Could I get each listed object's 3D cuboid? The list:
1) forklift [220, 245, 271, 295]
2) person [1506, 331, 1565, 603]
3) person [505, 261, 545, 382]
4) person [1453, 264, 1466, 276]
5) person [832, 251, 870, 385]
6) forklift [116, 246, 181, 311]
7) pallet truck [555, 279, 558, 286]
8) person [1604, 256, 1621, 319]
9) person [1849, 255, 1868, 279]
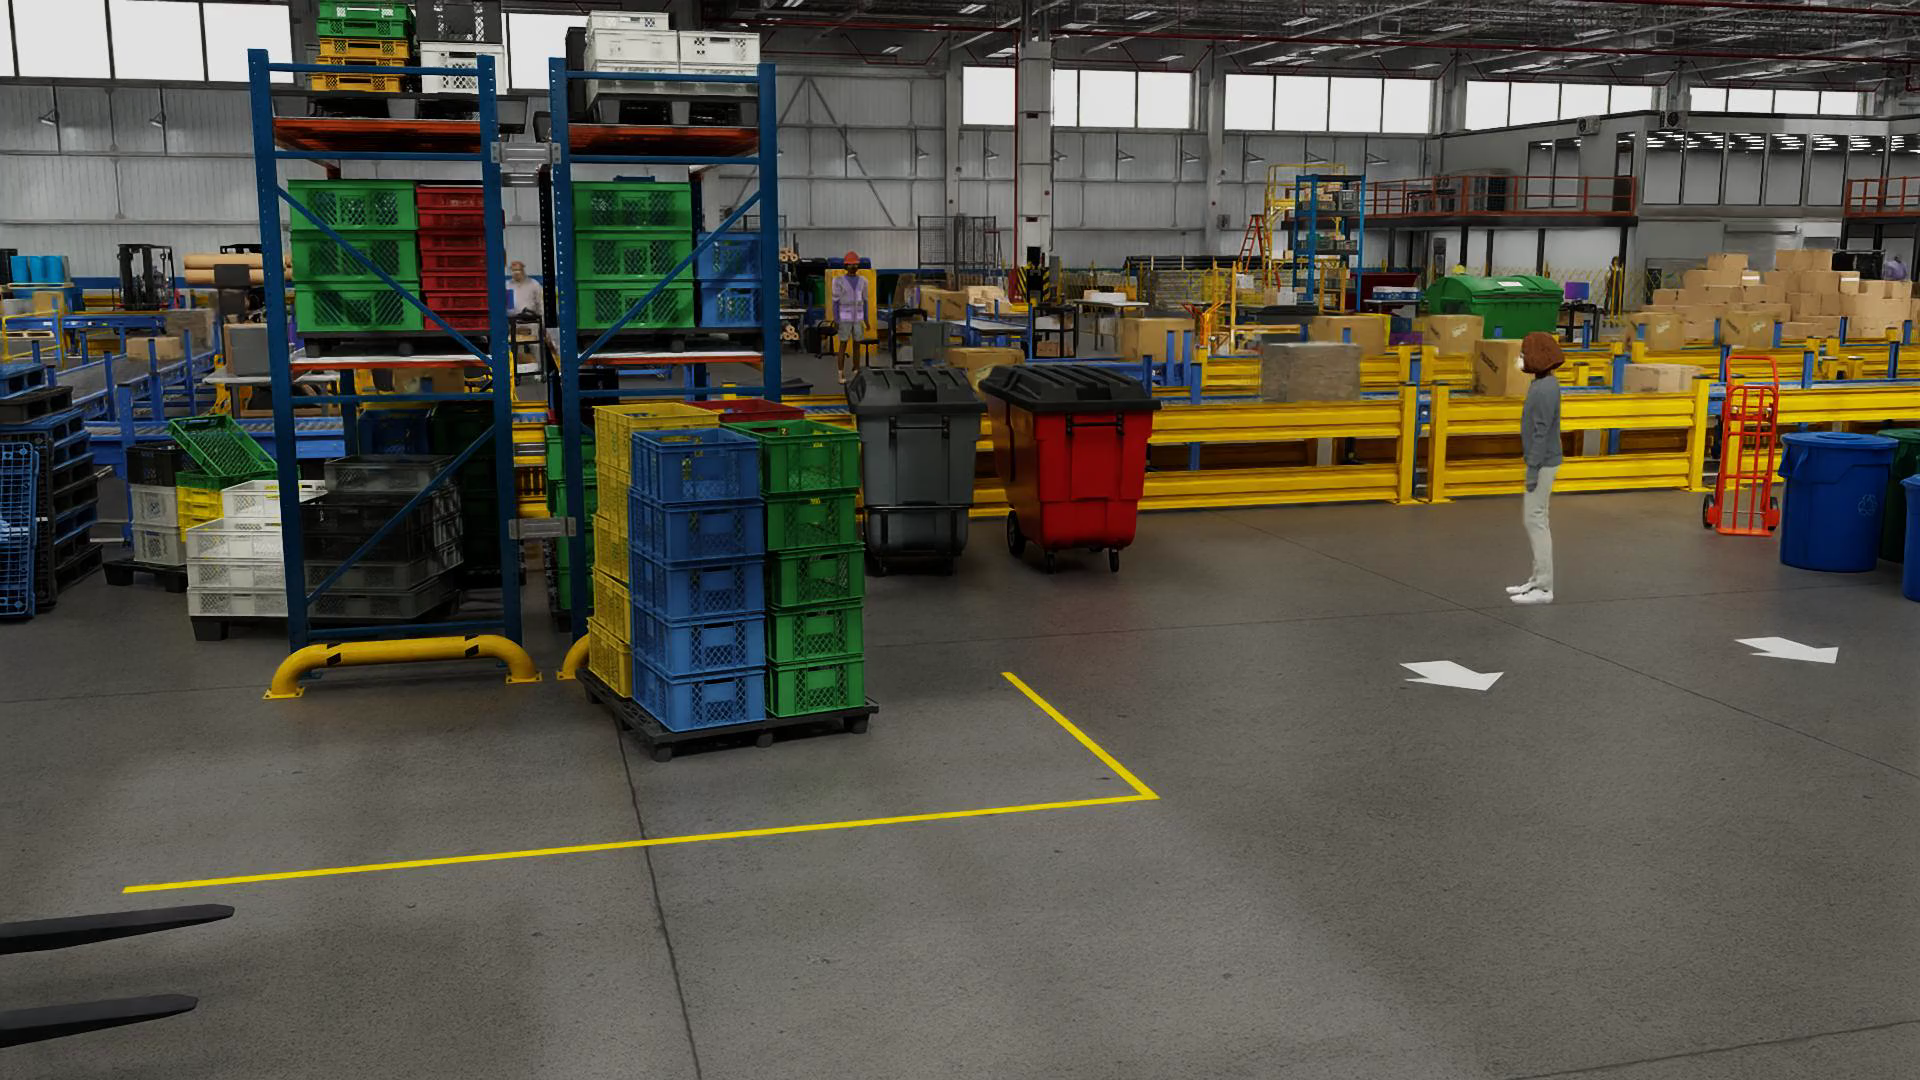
[{"bbox_3d":[-17.749,-6.334,41.440,1.157,1.987,2.680,-3,10,-17],"label":"forklift"},{"bbox_3d":[3.463,-0.434,9.981,0.287,1.626,0.497,3,11,18],"label":"person"},{"bbox_3d":[-6.913,-3.449,26.281,0.676,1.893,0.444,0,10,0],"label":"person"},{"bbox_3d":[8.834,-3.968,29.463,0.600,1.816,0.629,0,10,2],"label":"person"},{"bbox_3d":[-1.665,-3.408,25.621,0.605,2.045,0.377,-5,11,-26],"label":"person"},{"bbox_3d":[-19.966,-6.232,40.894,1.157,1.987,2.680,-3,10,-15],"label":"forklift"},{"bbox_3d":[-10.604,-6.375,44.520,0.653,1.274,1.630,-3,10,-15],"label":"pallet truck"},{"bbox_3d":[19.202,-7.419,48.911,0.504,1.840,0.345,-3,10,-15],"label":"person"},{"bbox_3d":[24.388,-6.811,45.246,0.600,1.917,0.377,-3,11,-17],"label":"person"}]
